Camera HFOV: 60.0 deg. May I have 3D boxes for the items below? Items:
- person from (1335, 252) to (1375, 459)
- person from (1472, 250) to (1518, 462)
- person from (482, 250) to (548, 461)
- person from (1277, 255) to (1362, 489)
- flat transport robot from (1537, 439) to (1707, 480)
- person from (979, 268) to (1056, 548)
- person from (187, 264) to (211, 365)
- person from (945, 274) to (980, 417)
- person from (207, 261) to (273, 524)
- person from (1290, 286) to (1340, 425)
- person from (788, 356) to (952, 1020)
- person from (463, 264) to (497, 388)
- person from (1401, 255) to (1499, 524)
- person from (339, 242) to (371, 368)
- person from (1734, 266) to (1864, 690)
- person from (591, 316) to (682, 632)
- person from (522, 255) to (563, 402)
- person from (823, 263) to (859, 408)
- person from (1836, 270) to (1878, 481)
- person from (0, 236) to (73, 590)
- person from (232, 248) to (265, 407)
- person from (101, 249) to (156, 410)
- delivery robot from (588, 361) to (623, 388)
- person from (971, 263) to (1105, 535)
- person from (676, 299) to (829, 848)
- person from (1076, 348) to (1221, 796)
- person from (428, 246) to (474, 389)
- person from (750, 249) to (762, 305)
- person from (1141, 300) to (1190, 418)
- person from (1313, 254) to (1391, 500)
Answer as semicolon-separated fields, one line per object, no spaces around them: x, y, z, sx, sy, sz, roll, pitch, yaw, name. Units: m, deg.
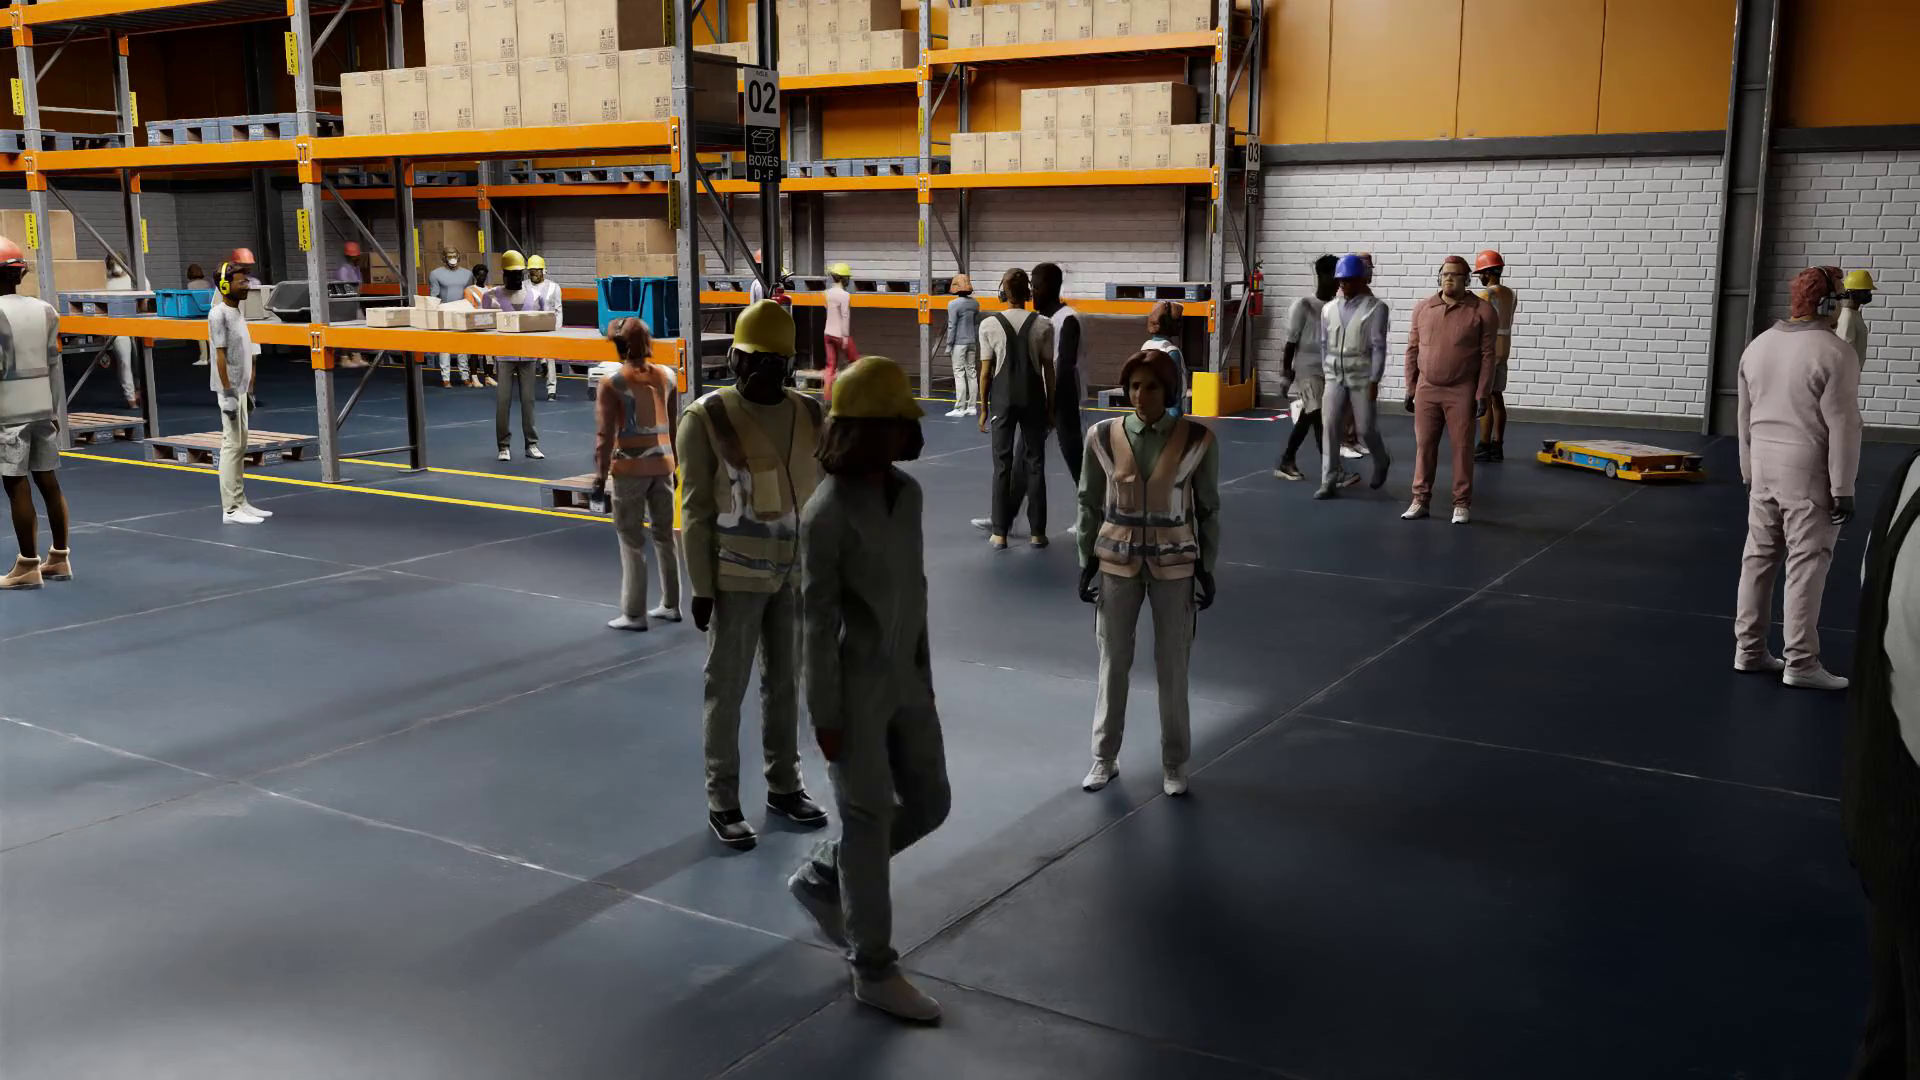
3.718;-1.724;15.556;0.408;1.906;0.654;6;12;32;person
4.830;-1.676;15.230;0.543;1.928;0.370;-9;14;-42;person
-4.090;-1.696;15.344;0.585;1.927;0.366;-6;12;-29;person
2.981;-1.387;13.709;0.617;1.899;1.033;-7;12;-34;person
5.743;-0.713;14.489;0.652;0.197;1.431;-3;11;-16;flat transport robot
0.374;-0.857;10.935;0.504;1.841;0.344;0;10;0;person
-12.351;-3.656;27.021;0.287;1.631;0.501;3;11;14;person
0.025;-2.232;19.124;0.285;1.633;0.497;9;14;41;person
-5.186;-1.053;11.936;0.331;1.874;0.519;-2;10;-8;person
3.821;-2.002;17.257;0.660;1.852;0.530;8;13;39;person
-0.254;0.381;4.358;0.459;1.731;0.497;6;12;30;person
-6.569;-2.940;22.871;0.316;1.696;0.542;6;12;32;person
3.495;-1.075;11.946;0.642;1.913;0.409;6;12;32;person
-9.584;-3.688;26.205;0.604;1.989;0.653;0;10;3;person
3.825;-0.280;7.558;0.407;1.908;0.641;-3;11;-18;person
-1.660;-0.341;8.640;0.314;1.637;0.522;8;13;38;person
-5.275;-2.639;20.822;0.588;1.835;0.403;-1;10;-3;person
-1.433;-2.464;20.107;0.551;1.750;0.533;-8;13;-39;person
7.548;-1.394;14.121;0.311;1.768;0.522;6;12;29;person
-5.487;-0.728;9.656;0.378;2.045;0.605;2;10;13;person
-8.614;-2.555;20.095;0.400;1.926;0.567;5;11;27;person
-10.066;-2.540;20.065;0.639;1.913;0.719;-6;12;-30;person
-4.444;-2.103;21.144;0.477;0.478;0.707;2;10;13;delivery robot
0.590;-0.947;11.365;0.968;1.868;0.603;-6;12;-28;person
-0.661;0.105;5.633;0.591;1.829;0.404;-9;14;-41;person
0.682;0.122;6.073;0.523;1.636;0.311;2;10;13;person
-6.938;-3.047;22.795;0.636;1.939;0.363;-7;12;-34;person
-2.134;-2.250;18.375;0.350;1.941;0.545;-3;11;-14;person
1.305;-0.724;10.760;0.308;1.636;0.524;-3;11;-16;person
3.131;-1.289;13.126;0.600;1.922;0.816;8;13;39;person
